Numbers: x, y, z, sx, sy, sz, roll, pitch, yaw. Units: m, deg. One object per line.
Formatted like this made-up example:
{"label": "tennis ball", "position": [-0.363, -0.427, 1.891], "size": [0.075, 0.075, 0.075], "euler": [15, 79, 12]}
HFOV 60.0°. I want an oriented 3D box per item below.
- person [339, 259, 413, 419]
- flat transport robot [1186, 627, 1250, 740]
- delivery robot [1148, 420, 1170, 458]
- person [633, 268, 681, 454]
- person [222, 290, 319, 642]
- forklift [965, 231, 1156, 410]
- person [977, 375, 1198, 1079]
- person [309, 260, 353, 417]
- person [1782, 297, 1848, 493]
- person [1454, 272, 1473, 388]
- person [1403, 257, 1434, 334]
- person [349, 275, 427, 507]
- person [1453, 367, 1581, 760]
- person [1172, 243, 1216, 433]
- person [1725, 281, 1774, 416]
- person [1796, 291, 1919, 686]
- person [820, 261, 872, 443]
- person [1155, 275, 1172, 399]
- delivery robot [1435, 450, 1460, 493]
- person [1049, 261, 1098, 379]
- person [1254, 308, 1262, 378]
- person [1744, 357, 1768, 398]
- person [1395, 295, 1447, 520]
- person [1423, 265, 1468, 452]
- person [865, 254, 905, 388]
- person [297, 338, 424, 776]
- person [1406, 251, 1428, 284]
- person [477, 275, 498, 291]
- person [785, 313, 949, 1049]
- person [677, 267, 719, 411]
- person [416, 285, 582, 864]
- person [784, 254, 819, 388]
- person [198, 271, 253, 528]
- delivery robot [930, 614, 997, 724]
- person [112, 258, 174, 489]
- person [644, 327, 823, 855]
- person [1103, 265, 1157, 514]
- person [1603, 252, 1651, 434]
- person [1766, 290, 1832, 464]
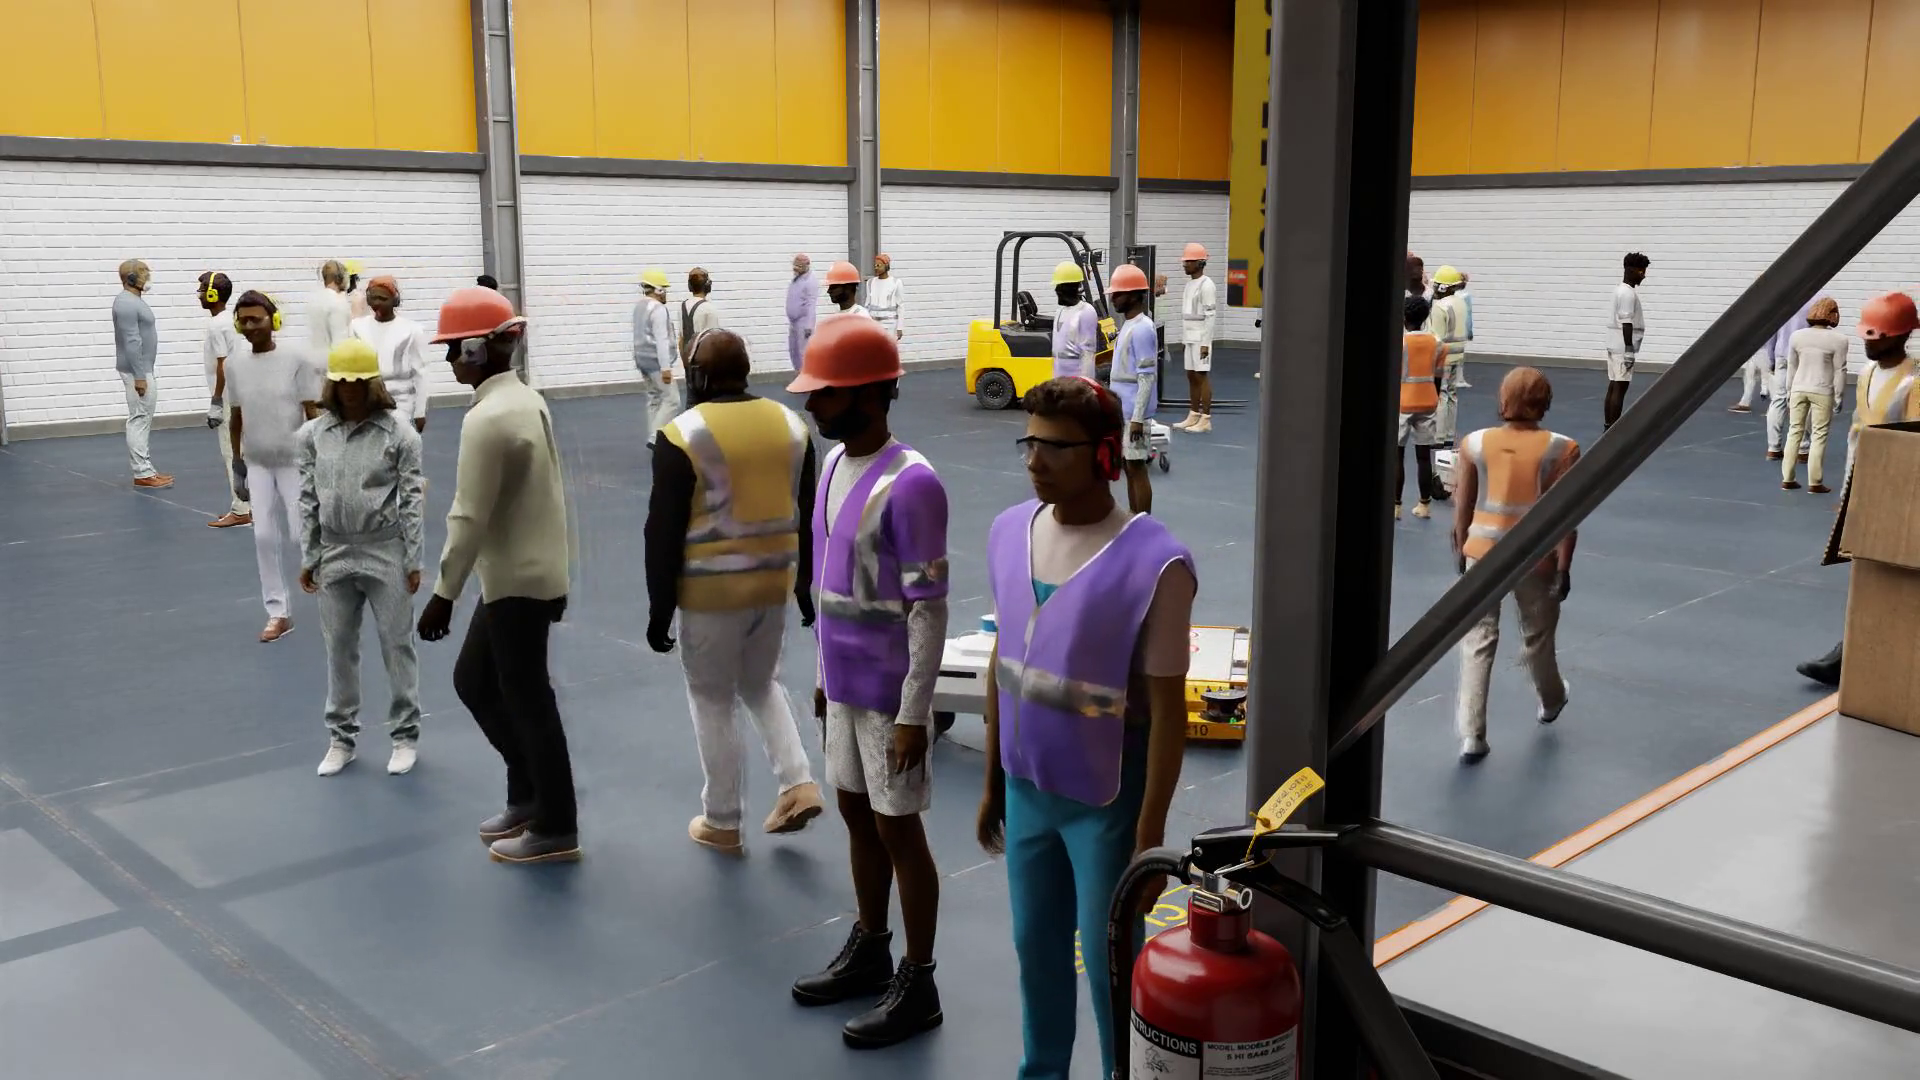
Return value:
{"label": "person", "position": [-6.350, -2.038, 17.676], "size": [0.905, 1.895, 0.599], "euler": [-2, 11, -13]}
{"label": "flat transport robot", "position": [0.994, 0.611, 7.643], "size": [0.652, 0.197, 1.431], "euler": [2, 11, 10]}
{"label": "delivery robot", "position": [1.632, -0.970, 15.235], "size": [0.477, 0.478, 0.707], "euler": [-4, 11, -20]}
{"label": "person", "position": [-2.884, -1.673, 15.855], "size": [0.431, 1.819, 0.647], "euler": [-6, 12, -30]}
{"label": "person", "position": [-3.627, -0.412, 8.904], "size": [0.544, 1.855, 0.616], "euler": [0, 10, 1]}
{"label": "forklift", "position": [1.222, -2.721, 20.561], "size": [2.313, 2.155, 1.214], "euler": [2, 11, 13]}
{"label": "person", "position": [0.270, 0.555, 3.655], "size": [0.390, 1.845, 0.566], "euler": [-9, 14, -41]}
{"label": "person", "position": [-5.512, -1.552, 14.969], "size": [0.915, 1.900, 0.652], "euler": [-9, 14, -41]}
{"label": "person", "position": [7.102, -1.200, 13.826], "size": [0.280, 1.624, 0.494], "euler": [-8, 13, -36]}
{"label": "person", "position": [6.877, -2.910, 23.145], "size": [0.685, 1.616, 0.522], "euler": [-3, 11, -16]}
{"label": "person", "position": [5.166, -2.339, 19.304], "size": [0.590, 1.895, 0.830], "euler": [-5, 11, -24]}
{"label": "person", "position": [-4.061, -0.970, 11.946], "size": [0.585, 1.864, 0.748], "euler": [2, 11, 11]}
{"label": "person", "position": [2.318, 0.077, 6.942], "size": [0.528, 1.583, 0.902], "euler": [7, 12, 32]}
{"label": "person", "position": [2.535, -2.171, 17.975], "size": [0.397, 2.043, 0.610], "euler": [-3, 11, -14]}
{"label": "person", "position": [9.451, -2.272, 19.726], "size": [0.723, 1.592, 0.525], "euler": [8, 13, 38]}
{"label": "person", "position": [4.386, -0.231, 7.891], "size": [0.845, 1.870, 0.576], "euler": [1, 10, 4]}
{"label": "person", "position": [-0.869, -1.153, 12.714], "size": [0.376, 1.935, 0.550], "euler": [-5, 12, -28]}
{"label": "person", "position": [2.572, -2.613, 21.535], "size": [0.341, 1.618, 0.511], "euler": [3, 11, 16]}
{"label": "delivery robot", "position": [4.164, -0.608, 13.258], "size": [0.707, 0.478, 0.477], "euler": [-3, 11, -17]}
{"label": "person", "position": [0.902, -1.290, 13.500], "size": [0.385, 1.923, 0.606], "euler": [-5, 11, -23]}
{"label": "person", "position": [4.668, -3.349, 24.948], "size": [0.621, 1.845, 0.429], "euler": [-7, 13, -34]}
{"label": "person", "position": [10.667, -2.704, 22.118], "size": [0.555, 1.593, 0.870], "euler": [4, 11, 21]}
{"label": "person", "position": [3.381, -0.985, 12.479], "size": [0.553, 1.691, 0.318], "euler": [-3, 11, -18]}
{"label": "person", "position": [4.758, -1.784, 16.432], "size": [0.404, 1.837, 0.590], "euler": [8, 13, 38]}
{"label": "person", "position": [-1.001, -2.808, 21.885], "size": [0.582, 1.882, 0.338], "euler": [6, 12, 30]}
{"label": "person", "position": [-2.361, 0.074, 6.574], "size": [0.484, 1.740, 0.314], "euler": [0, 10, 0]}
{"label": "person", "position": [6.492, -3.268, 24.332], "size": [0.642, 1.909, 0.399], "euler": [-2, 11, -11]}
{"label": "person", "position": [-5.226, -2.106, 18.563], "size": [0.319, 1.695, 0.539], "euler": [-9, 14, -42]}
{"label": "person", "position": [-0.258, 0.374, 4.392], "size": [0.377, 1.932, 0.552], "euler": [-6, 12, -30]}
{"label": "person", "position": [-2.334, -1.544, 15.094], "size": [0.510, 1.846, 0.341], "euler": [9, 13, 39]}
{"label": "person", "position": [-1.539, 0.142, 5.572], "size": [0.536, 1.965, 0.610], "euler": [-1, 10, -5]}
{"label": "person", "position": [-2.176, -2.957, 22.732], "size": [0.428, 1.878, 0.691], "euler": [-6, 12, -31]}
{"label": "person", "position": [-5.394, -1.022, 12.197], "size": [0.329, 1.868, 0.512], "euler": [-1, 10, -7]}
{"label": "delivery robot", "position": [0.139, 0.554, 6.923], "size": [0.707, 0.478, 0.477], "euler": [3, 11, 15]}
{"label": "person", "position": [-6.925, -1.401, 14.065], "size": [0.372, 1.940, 0.632], "euler": [-4, 11, -21]}
{"label": "person", "position": [-0.763, 0.186, 5.718], "size": [0.477, 1.822, 0.667], "euler": [10, 14, 44]}
{"label": "person", "position": [1.133, -0.876, 11.207], "size": [0.370, 1.933, 0.553], "euler": [-1, 10, -4]}
{"label": "person", "position": [6.830, -1.964, 17.075], "size": [0.379, 1.959, 0.604], "euler": [2, 11, 11]}
{"label": "person", "position": [7.866, -1.687, 15.622], "size": [0.370, 1.941, 0.627], "euler": [-6, 12, -29]}
